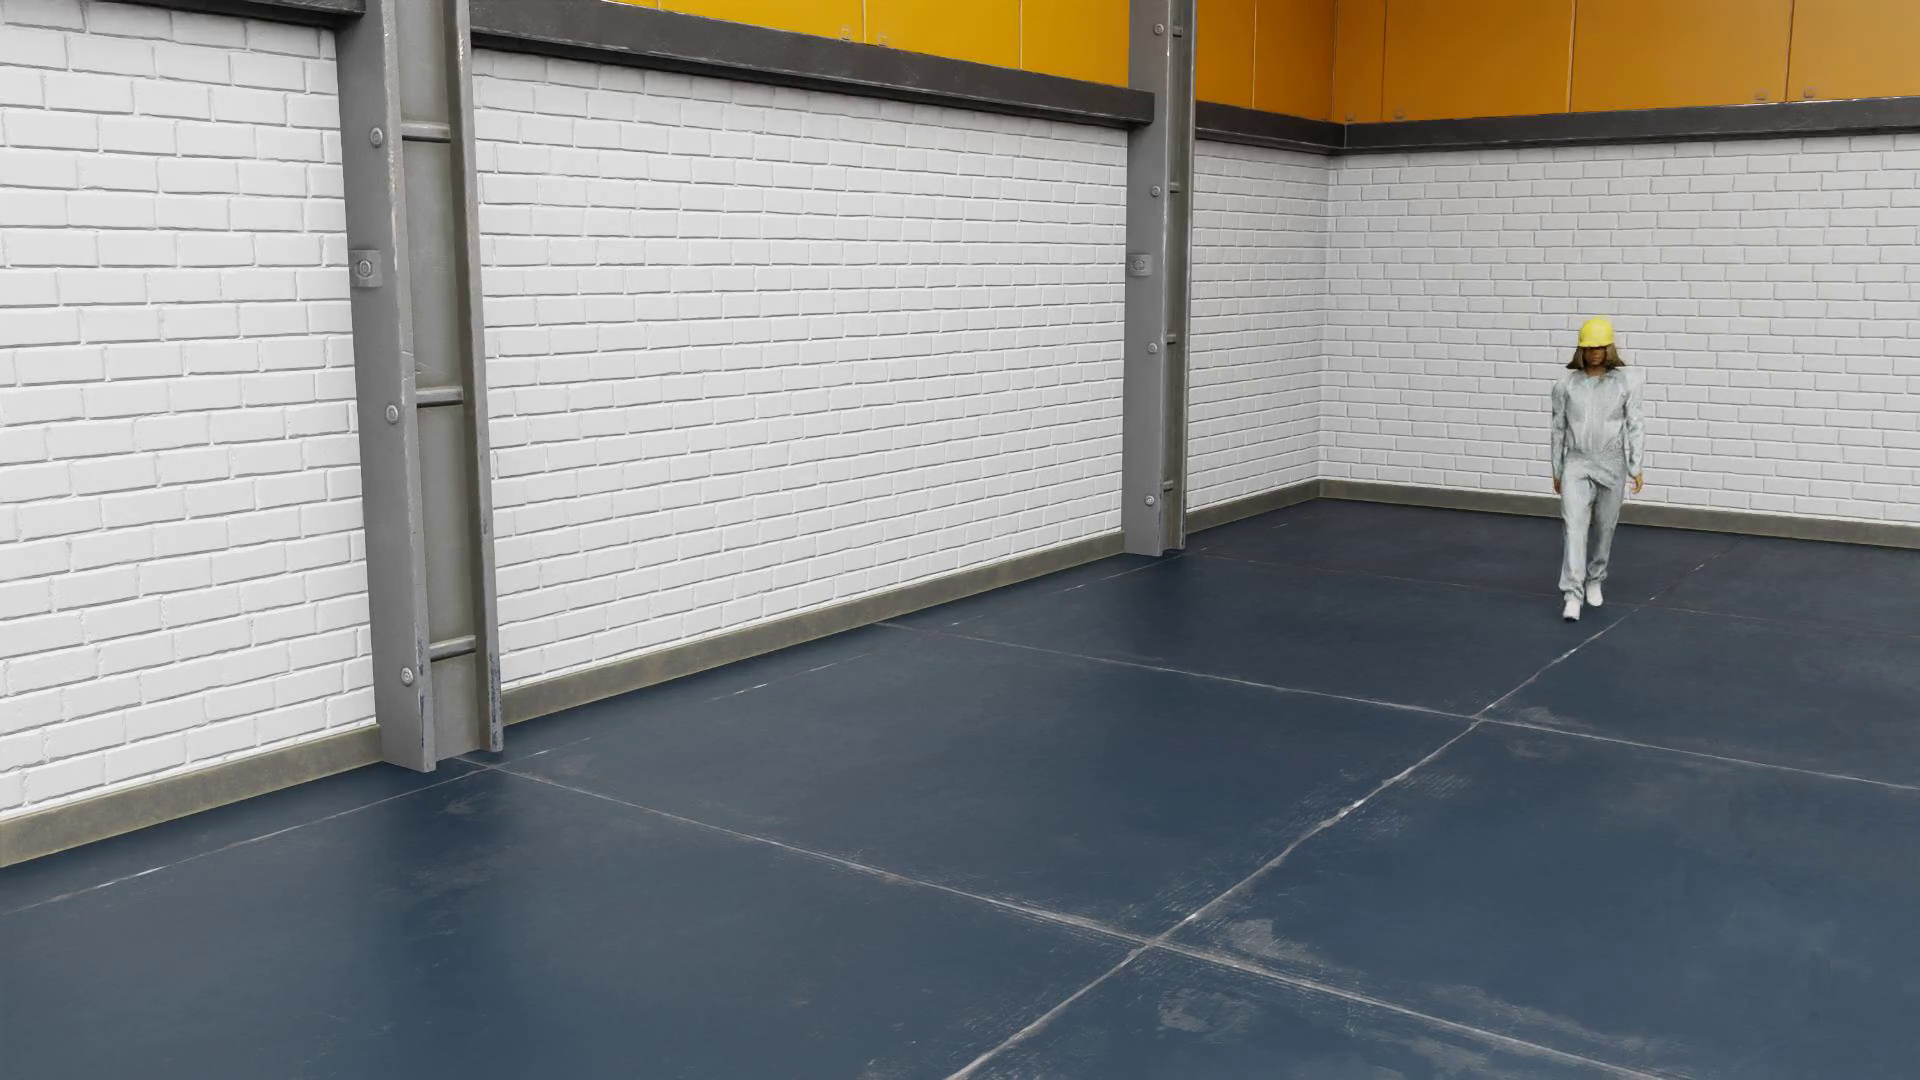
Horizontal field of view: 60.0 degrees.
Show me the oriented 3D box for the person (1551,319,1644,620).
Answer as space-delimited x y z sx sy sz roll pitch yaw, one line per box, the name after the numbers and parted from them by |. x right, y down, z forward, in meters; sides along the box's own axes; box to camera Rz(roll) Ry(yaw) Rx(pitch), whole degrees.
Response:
3.623 -0.412 9.507 0.501 1.695 0.895 3 10 19 | person
